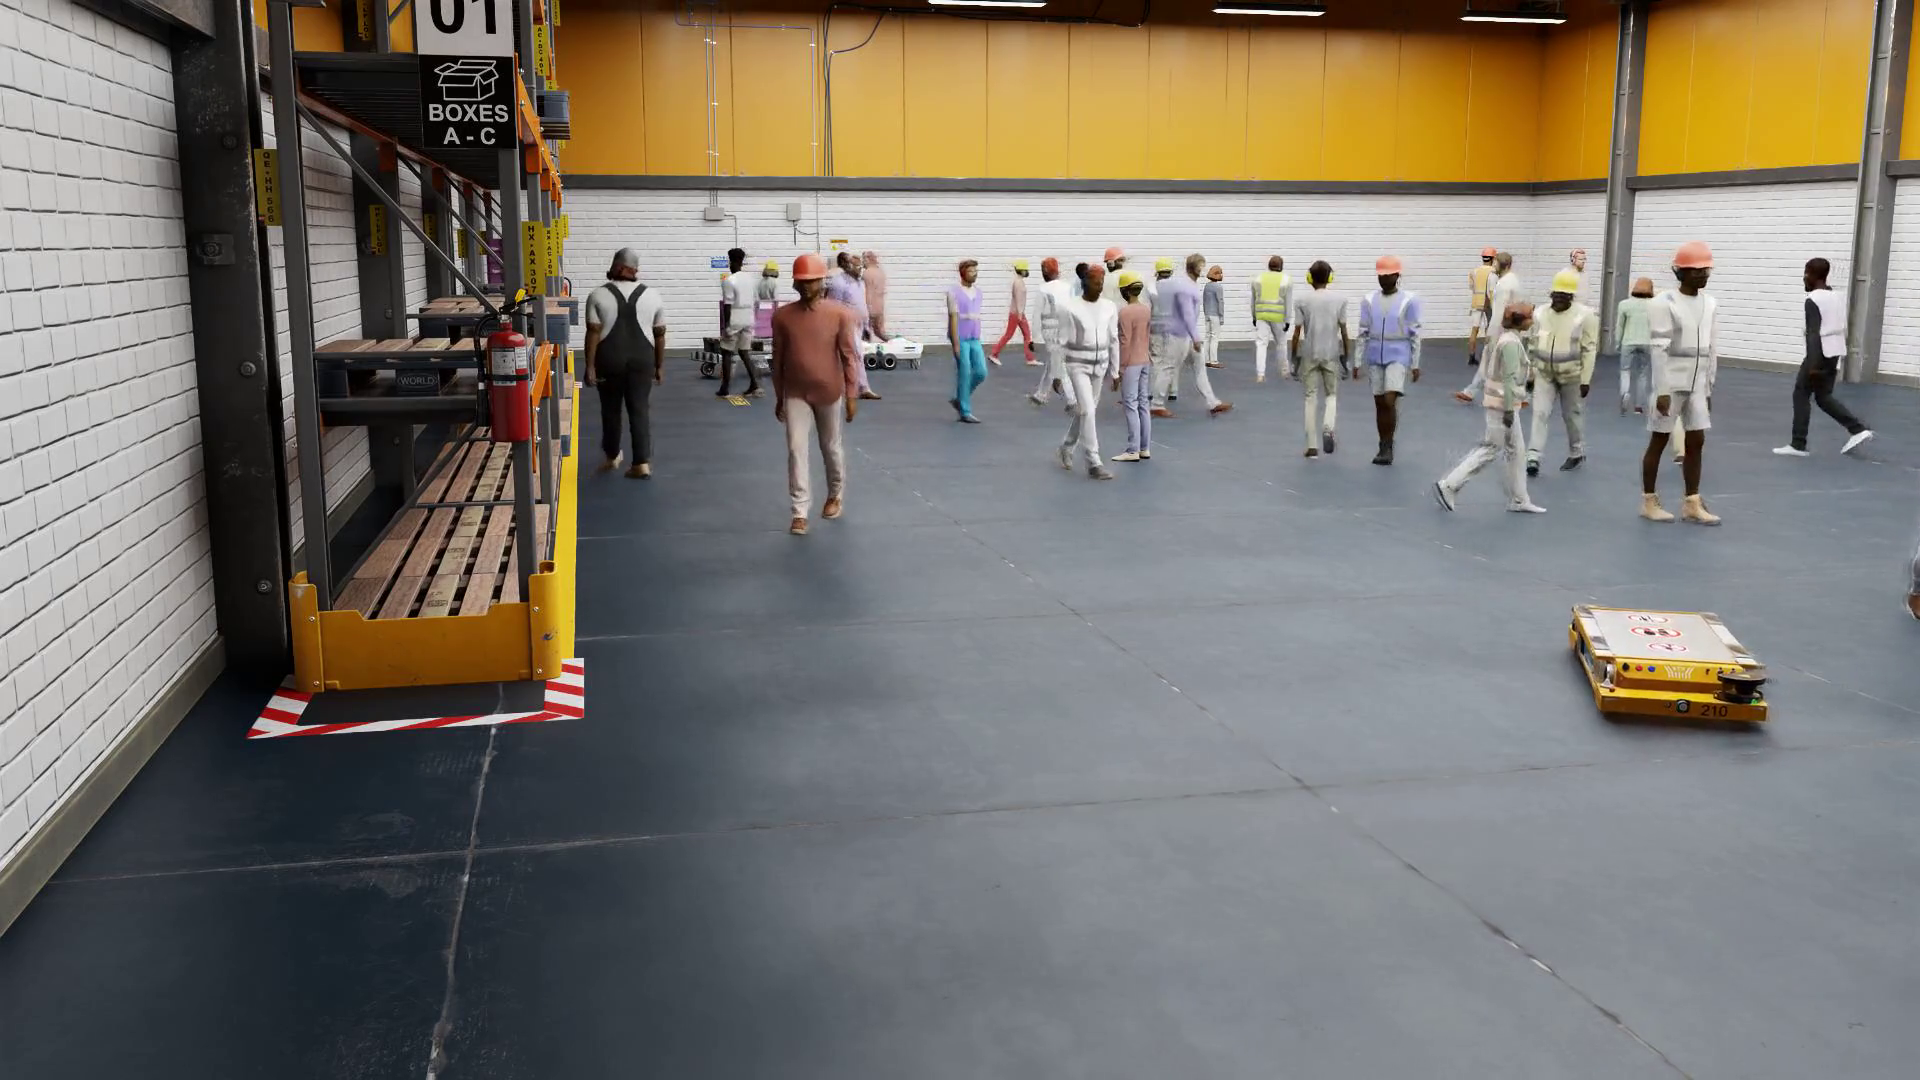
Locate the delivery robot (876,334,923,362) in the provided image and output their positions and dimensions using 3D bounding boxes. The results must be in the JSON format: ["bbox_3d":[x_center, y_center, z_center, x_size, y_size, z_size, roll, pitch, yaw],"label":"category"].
[{"bbox_3d":[-0.950,-3.004,26.210,0.707,0.478,0.477,-3,11,-18],"label":"delivery robot"}]

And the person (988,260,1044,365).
[{"bbox_3d":[0.882,-3.695,27.067,0.886,1.729,0.535,2,10,11],"label":"person"}]

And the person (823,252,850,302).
[{"bbox_3d":[-1.996,-3.846,27.589,0.596,1.830,0.664,4,11,20],"label":"person"}]

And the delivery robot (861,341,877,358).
[{"bbox_3d":[-1.670,-2.983,26.094,0.707,0.478,0.477,-3,11,-16],"label":"delivery robot"}]

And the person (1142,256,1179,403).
[{"bbox_3d":[2.538,-2.626,20.820,0.590,1.837,0.404,-2,11,-13],"label":"person"}]

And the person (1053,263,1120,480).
[{"bbox_3d":[1.079,-1.482,14.468,0.590,1.850,0.937,-6,12,-28],"label":"person"}]

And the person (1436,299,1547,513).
[{"bbox_3d":[3.996,-0.992,12.410,0.747,1.610,0.530,3,11,18],"label":"person"}]

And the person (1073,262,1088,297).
[{"bbox_3d":[1.938,-3.791,27.746,0.756,1.675,0.537,-1,10,-8],"label":"person"}]

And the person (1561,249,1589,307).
[{"bbox_3d":[9.121,-3.359,24.717,0.643,1.903,0.402,-8,13,-37],"label":"person"}]

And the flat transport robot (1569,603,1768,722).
[{"bbox_3d":[3.217,0.534,7.649,0.652,0.197,1.431,3,11,14],"label":"flat transport robot"}]

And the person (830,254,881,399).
[{"bbox_3d":[-1.451,-2.756,21.470,0.968,1.867,0.646,5,11,25],"label":"person"}]

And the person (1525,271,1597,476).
[{"bbox_3d":[5.202,-1.441,14.437,0.630,1.776,0.956,8,13,37],"label":"person"}]

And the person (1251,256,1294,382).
[{"bbox_3d":[4.534,-3.197,24.106,0.647,1.795,0.947,4,11,23],"label":"person"}]

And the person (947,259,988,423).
[{"bbox_3d":[0.064,-2.218,18.580,0.430,1.828,0.576,9,13,40],"label":"person"}]

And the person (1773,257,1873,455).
[{"bbox_3d":[8.162,-1.706,15.603,0.632,1.886,0.755,-9,13,-40],"label":"person"}]

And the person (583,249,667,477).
[{"bbox_3d":[-2.924,-1.586,14.496,0.746,2.000,1.025,-4,11,-20],"label":"person"}]

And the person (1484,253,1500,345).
[{"bbox_3d":[8.264,-3.501,25.667,0.345,1.840,0.504,4,11,23],"label":"person"}]

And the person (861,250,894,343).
[{"bbox_3d":[-1.336,-3.766,27.042,0.817,1.875,0.660,4,11,22],"label":"person"}]

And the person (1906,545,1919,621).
[{"bbox_3d":[5.219,-0.395,8.530,0.504,1.822,1.002,1,10,6],"label":"person"}]

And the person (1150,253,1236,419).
[{"bbox_3d":[2.636,-2.300,18.888,1.010,1.881,0.668,4,11,21],"label":"person"}]

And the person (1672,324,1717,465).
[{"bbox_3d":[6.663,-1.508,15.297,0.511,1.584,0.875,3,11,19],"label":"person"}]

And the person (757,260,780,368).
[{"bbox_3d":[-3.021,-3.626,26.720,0.493,1.698,0.828,6,12,31],"label":"person"}]

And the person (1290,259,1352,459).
[{"bbox_3d":[3.364,-1.679,15.523,0.570,1.850,0.432,1,10,6],"label":"person"}]

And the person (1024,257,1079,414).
[{"bbox_3d":[1.093,-2.423,19.718,0.591,1.824,1.030,-9,13,-39],"label":"person"}]

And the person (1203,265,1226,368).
[{"bbox_3d":[4.047,-3.546,26.483,0.272,1.632,0.507,-4,11,-23],"label":"person"}]

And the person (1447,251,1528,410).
[{"bbox_3d":[6.434,-2.517,20.057,0.988,1.889,0.659,4,11,19],"label":"person"}]

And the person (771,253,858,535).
[{"bbox_3d":[-1.024,-1.064,11.850,0.625,1.958,0.995,1,10,6],"label":"person"}]

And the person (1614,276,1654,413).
[{"bbox_3d":[7.928,-2.269,19.453,0.506,1.615,0.549,4,11,21],"label":"person"}]

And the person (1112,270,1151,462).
[{"bbox_3d":[1.577,-1.605,15.368,0.322,1.765,0.533,6,12,32],"label":"person"}]

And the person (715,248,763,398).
[{"bbox_3d":[-2.853,-2.807,21.550,0.667,1.932,0.620,8,13,39],"label":"person"}]

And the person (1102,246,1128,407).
[{"bbox_3d":[1.852,-2.609,20.406,0.658,1.943,0.973,-9,14,-42],"label":"person"}]

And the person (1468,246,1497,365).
[{"bbox_3d":[8.575,-3.813,27.151,0.539,1.929,0.380,7,13,35],"label":"person"}]

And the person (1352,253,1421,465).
[{"bbox_3d":[3.828,-1.618,15.022,0.575,1.911,0.646,7,13,36],"label":"person"}]

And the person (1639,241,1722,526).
[{"bbox_3d":[5.209,-1.108,11.908,0.615,2.045,0.513,-4,11,-20],"label":"person"}]
